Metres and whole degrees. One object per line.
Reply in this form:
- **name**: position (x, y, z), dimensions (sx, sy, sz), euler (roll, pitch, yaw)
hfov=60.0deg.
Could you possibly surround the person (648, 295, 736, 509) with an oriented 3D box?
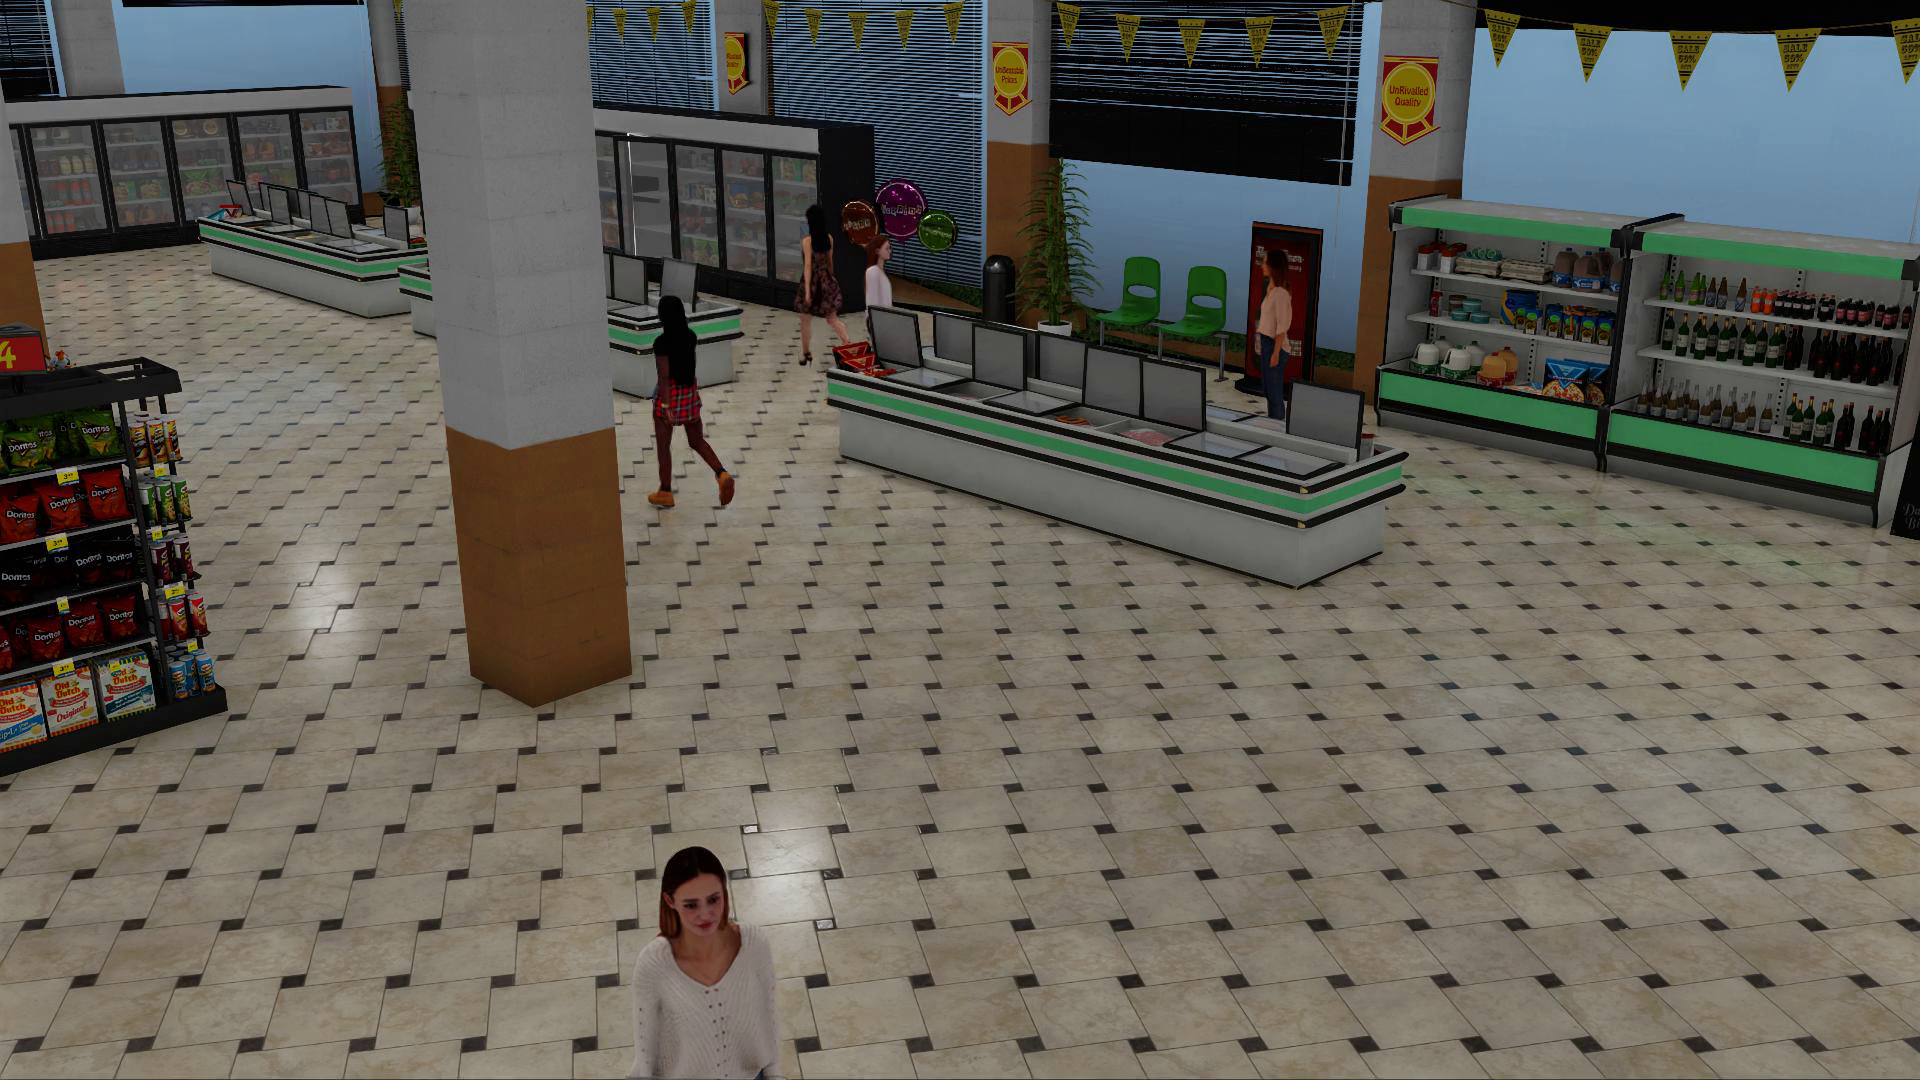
- **person**: position (-2.125, -1.039, 12.953), dimensions (1.099, 1.706, 0.701), euler (13, 22, 33)

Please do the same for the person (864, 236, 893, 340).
- **person**: position (-0.842, -1.983, 15.679), dimensions (0.842, 1.752, 0.781), euler (2, 19, 6)

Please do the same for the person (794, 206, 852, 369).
- **person**: position (-1.429, -2.609, 17.546), dimensions (1.120, 1.746, 0.611), euler (17, 25, 42)

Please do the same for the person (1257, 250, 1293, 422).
- **person**: position (2.783, -1.670, 14.691), dimensions (0.723, 1.791, 0.665), euler (0, 19, 0)

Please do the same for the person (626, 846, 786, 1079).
- **person**: position (-0.750, 1.677, 4.920), dimensions (0.679, 1.692, 0.650), euler (-9, 21, -26)
